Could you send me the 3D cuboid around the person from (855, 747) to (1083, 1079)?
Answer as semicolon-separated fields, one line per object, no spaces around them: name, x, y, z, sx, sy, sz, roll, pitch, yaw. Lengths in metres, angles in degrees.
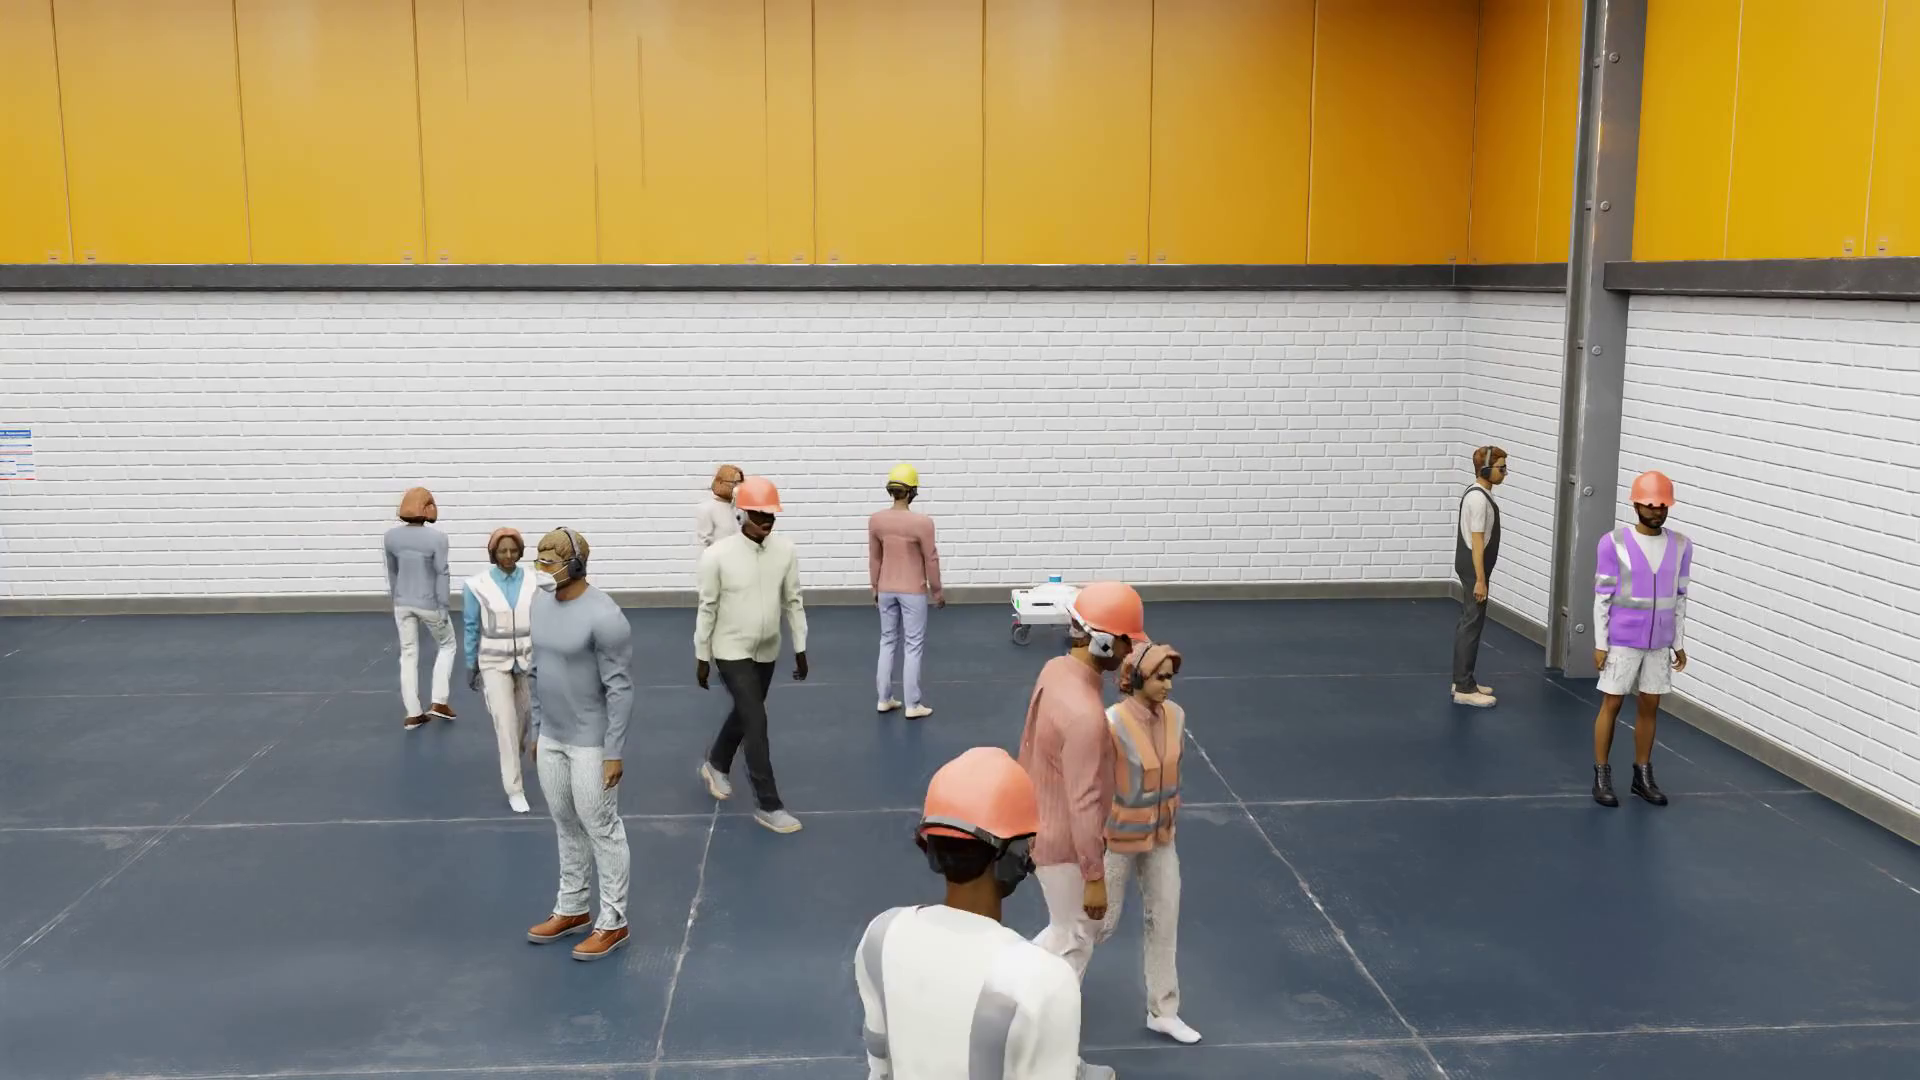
person;0.031;1.458;3.622;0.494;2.020;0.635;-9;12;-43

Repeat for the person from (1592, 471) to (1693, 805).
person;3.899;0.564;9.501;0.547;1.937;0.379;0;9;-2

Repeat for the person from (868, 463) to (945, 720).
person;-0.376;0.352;11.388;0.531;1.767;0.343;5;11;31

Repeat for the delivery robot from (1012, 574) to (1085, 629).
delivery robot;0.784;0.528;13.759;0.707;0.478;0.477;-1;9;-4

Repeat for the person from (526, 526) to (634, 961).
person;-1.703;0.894;7.418;0.632;1.938;0.359;8;12;40

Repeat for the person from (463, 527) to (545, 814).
person;-2.613;0.703;9.661;0.523;1.611;0.800;-5;10;-29

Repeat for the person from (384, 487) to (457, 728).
person;-3.625;0.450;11.200;0.500;1.618;0.429;2;9;11

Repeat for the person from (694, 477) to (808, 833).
person;-1.212;0.590;9.338;0.625;1.949;1.013;-8;12;-41

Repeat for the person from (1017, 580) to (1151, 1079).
person;0.393;1.103;6.059;0.572;1.955;0.656;-1;9;-5

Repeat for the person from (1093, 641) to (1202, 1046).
person;0.652;1.175;6.662;0.536;1.611;0.663;-8;12;-40

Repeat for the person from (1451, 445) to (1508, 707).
person;3.676;0.245;11.793;0.327;1.842;0.517;2;9;15

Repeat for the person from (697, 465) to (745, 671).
person;-1.712;0.240;12.534;0.505;1.614;0.527;7;11;38
